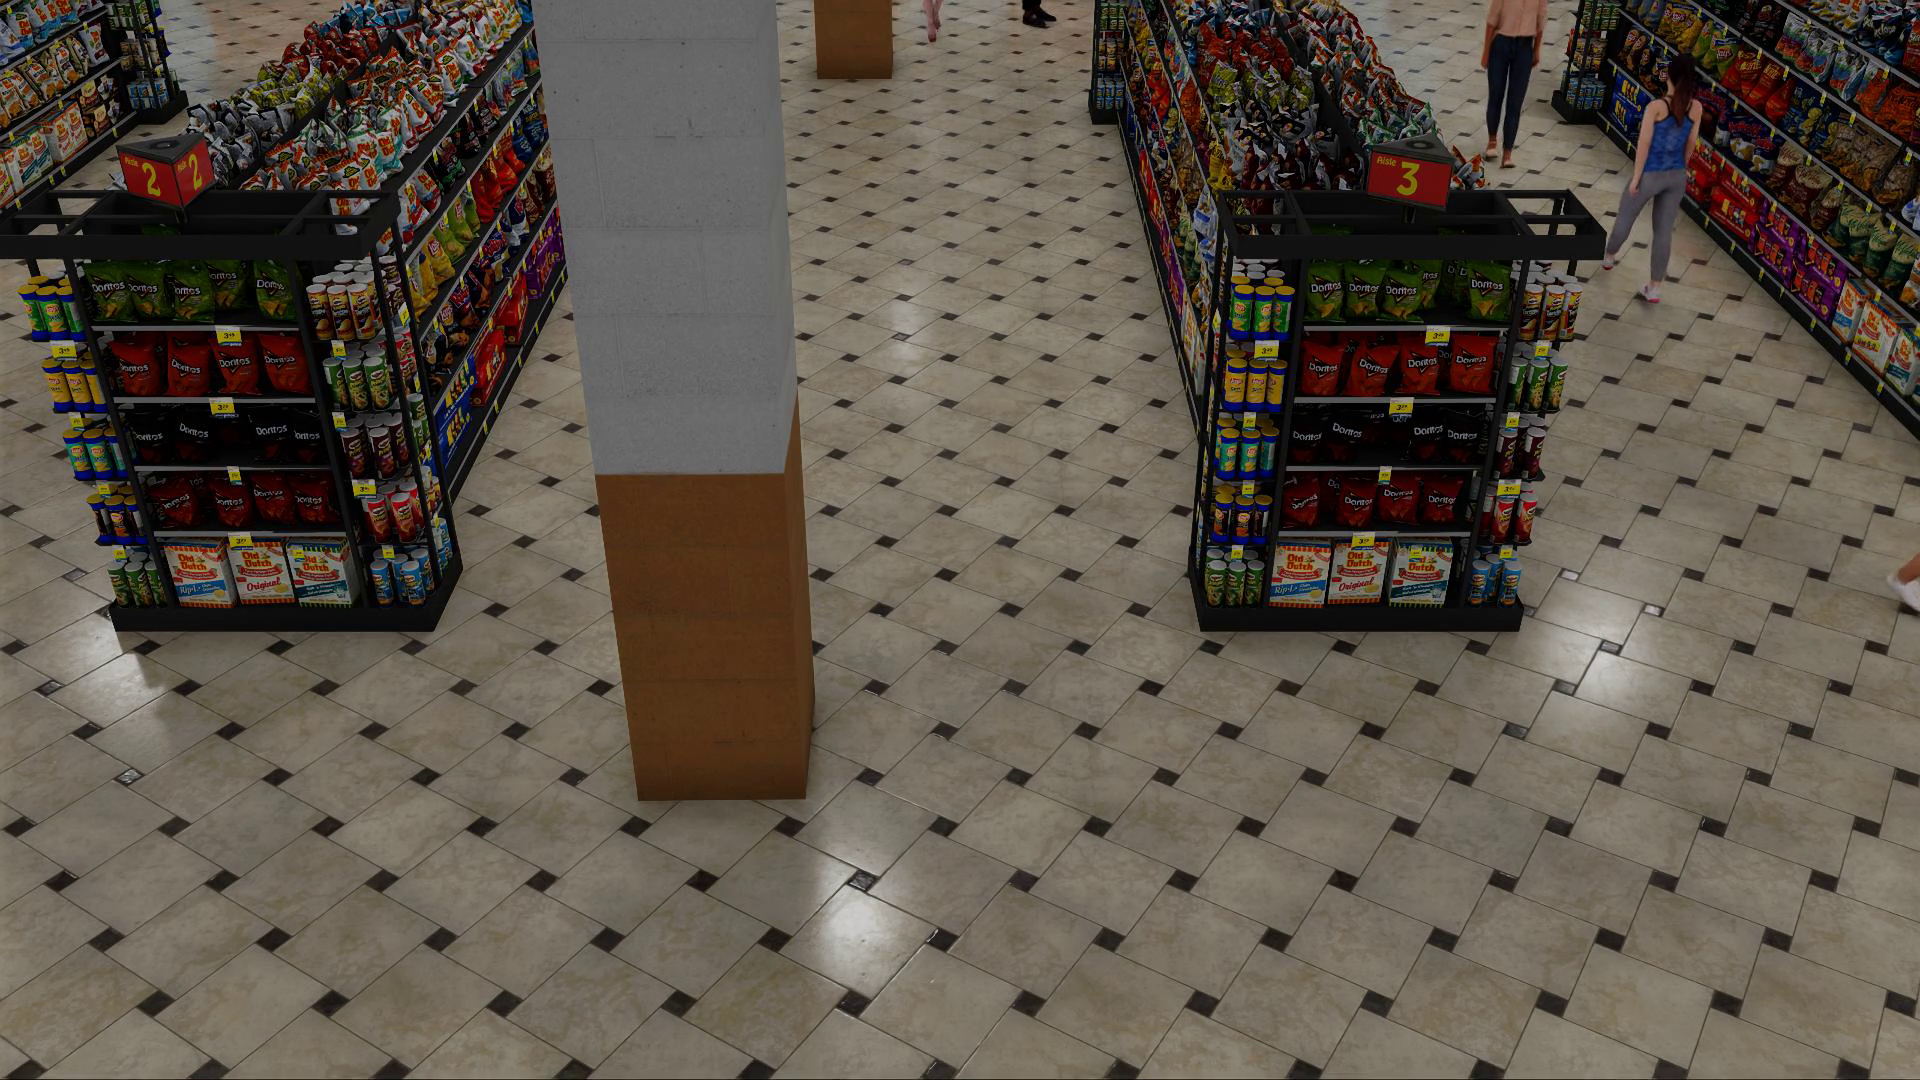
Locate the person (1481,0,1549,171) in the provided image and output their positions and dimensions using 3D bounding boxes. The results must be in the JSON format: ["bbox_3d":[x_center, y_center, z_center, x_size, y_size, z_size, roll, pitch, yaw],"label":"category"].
[{"bbox_3d":[4.352,-3.876,13.181,0.744,1.766,1.054,6,32,9],"label":"person"}]

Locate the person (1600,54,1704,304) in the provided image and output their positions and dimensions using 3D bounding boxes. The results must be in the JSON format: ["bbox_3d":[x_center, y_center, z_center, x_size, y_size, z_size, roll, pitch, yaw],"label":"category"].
[{"bbox_3d":[4.595,-2.319,10.872,0.565,1.563,1.052,0,32,-1],"label":"person"}]

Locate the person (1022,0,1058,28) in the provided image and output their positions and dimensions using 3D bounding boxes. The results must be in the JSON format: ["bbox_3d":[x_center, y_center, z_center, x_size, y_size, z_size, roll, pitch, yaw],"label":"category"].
[{"bbox_3d":[0.800,-6.160,16.802,0.813,1.819,0.696,17,36,26],"label":"person"}]
